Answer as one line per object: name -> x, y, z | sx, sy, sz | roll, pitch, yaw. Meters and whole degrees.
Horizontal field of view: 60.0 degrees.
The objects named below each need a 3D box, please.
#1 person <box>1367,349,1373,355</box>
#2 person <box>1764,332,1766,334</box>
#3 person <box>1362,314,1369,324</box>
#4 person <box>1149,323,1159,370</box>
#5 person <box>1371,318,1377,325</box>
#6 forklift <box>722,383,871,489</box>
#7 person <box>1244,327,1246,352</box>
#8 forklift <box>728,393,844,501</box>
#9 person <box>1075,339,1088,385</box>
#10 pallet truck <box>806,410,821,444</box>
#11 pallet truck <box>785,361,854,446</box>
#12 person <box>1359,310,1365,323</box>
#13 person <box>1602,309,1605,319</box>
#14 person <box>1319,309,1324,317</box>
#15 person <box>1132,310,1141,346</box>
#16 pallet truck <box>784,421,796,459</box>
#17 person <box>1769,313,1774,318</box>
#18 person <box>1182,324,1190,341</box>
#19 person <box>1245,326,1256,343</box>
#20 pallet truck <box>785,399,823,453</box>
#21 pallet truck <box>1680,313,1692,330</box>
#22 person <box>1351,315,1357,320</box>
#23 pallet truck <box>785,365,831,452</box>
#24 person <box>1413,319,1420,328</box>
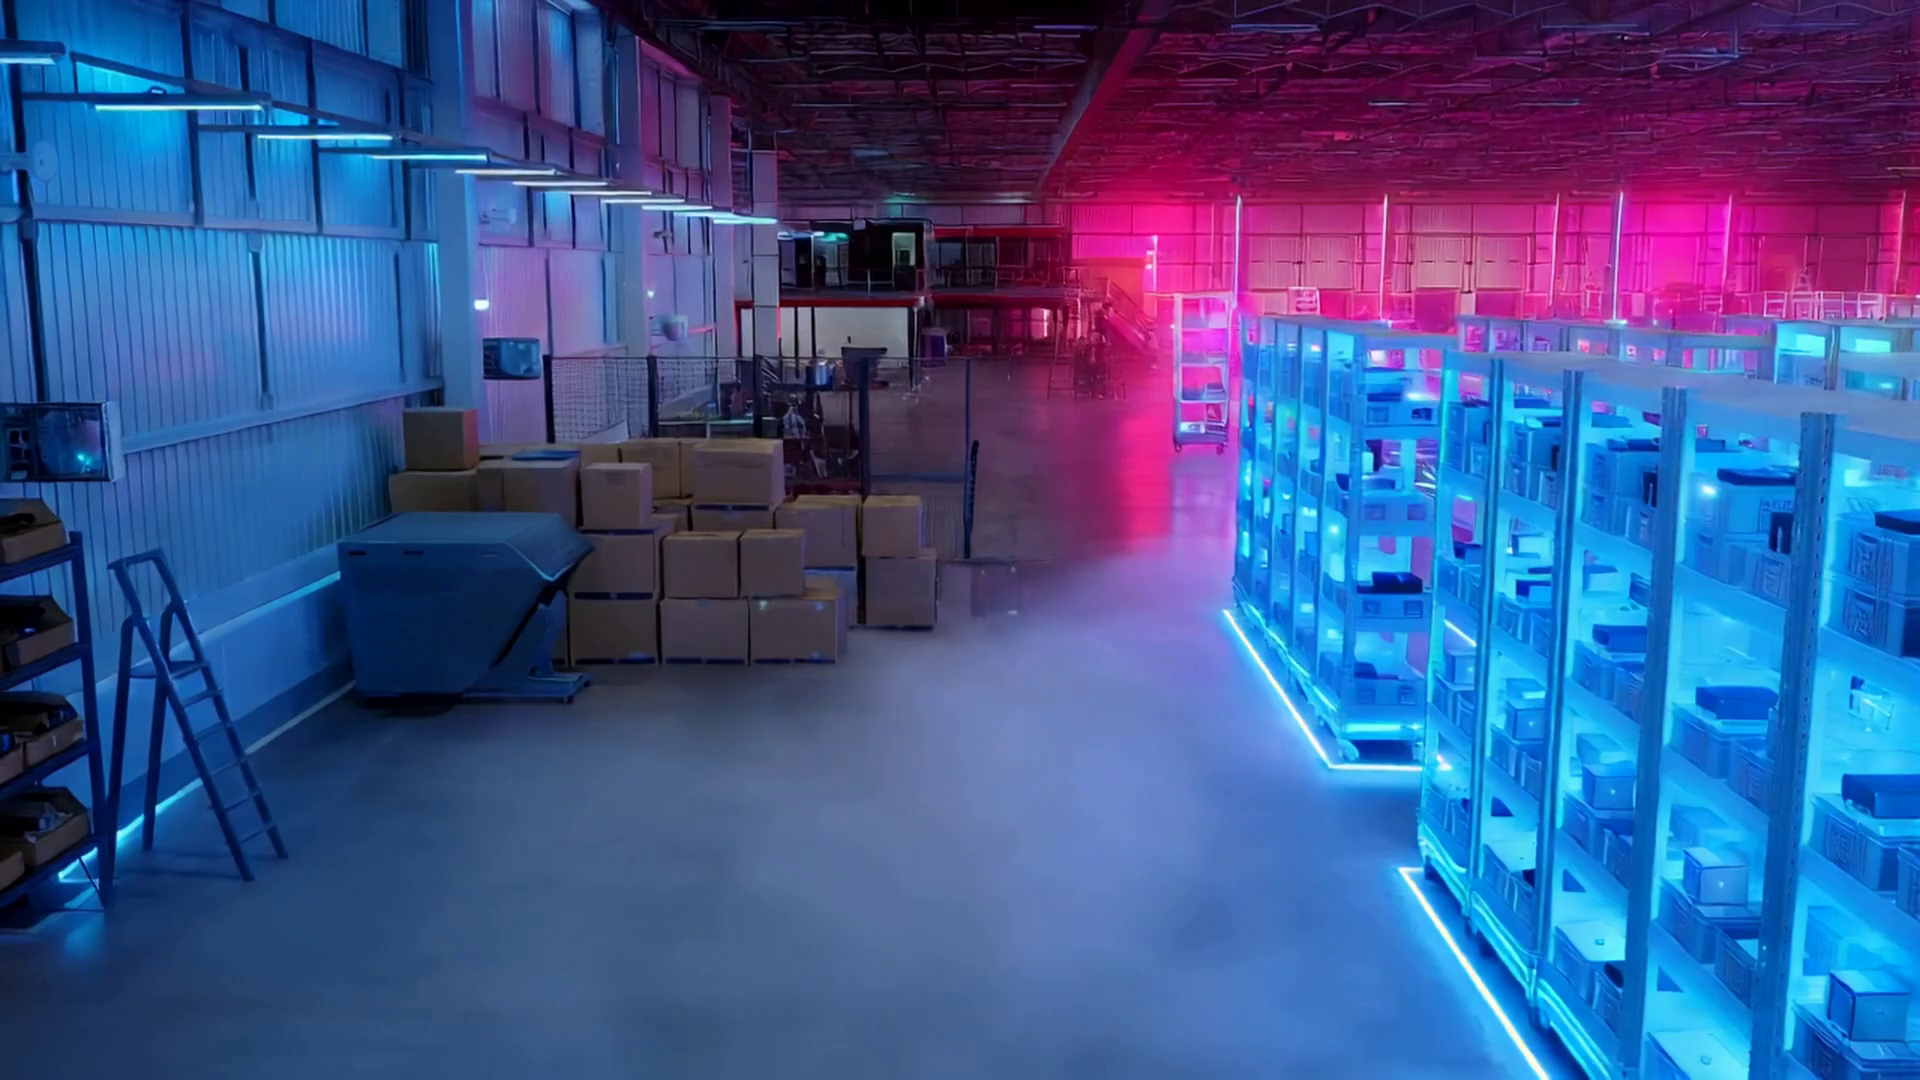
person -> 16.160, -7.533, 65.615 | 1.031, 2.000, 0.683 | 2, 9, 11
person -> 39.065, -9.810, 80.274 | 0.429, 1.844, 0.627 | 1, 9, 7
person -> 22.360, -11.574, 91.463 | 0.832, 1.727, 0.546 | -1, 9, -4
person -> 8.083, -8.032, 69.043 | 0.375, 1.924, 0.595 | 7, 12, 37
person -> 21.284, -10.591, 85.530 | 0.530, 1.697, 0.321 | 6, 11, 33
forklift -> -2.893, -1.687, 28.729 | 2.680, 1.987, 1.157 | 0, 9, -1
person -> 12.799, -8.810, 73.855 | 0.659, 1.919, 0.562 | -4, 10, -25
forklift -> -2.979, -1.316, 26.476 | 2.680, 1.987, 1.157 | 0, 9, 1
person -> 4.461, -6.392, 59.519 | 0.771, 1.740, 0.527 | -3, 10, -17
pallet truck -> -3.559, -2.018, 33.905 | 1.522, 1.261, 0.704 | 0, 9, -1
pallet truck -> -3.410, -3.193, 38.978 | 1.885, 1.965, 0.823 | 0, 9, -1
person -> 23.075, -12.179, 94.784 | 0.918, 1.887, 0.564 | 3, 10, 18
person -> 36.399, -12.083, 93.830 | 0.399, 1.991, 0.620 | 0, 9, -1
person -> 20.740, -12.402, 96.073 | 0.710, 1.905, 0.602 | 2, 9, 11
person -> 9.579, -11.447, 90.036 | 0.607, 1.951, 0.381 | -8, 12, -42
pallet truck -> -4.013, -1.793, 32.705 | 1.601, 1.201, 0.680 | 0, 9, 1
person -> 43.021, -11.129, 88.410 | 0.928, 1.849, 0.575 | -1, 9, -7
person -> 13.159, -12.580, 96.992 | 0.635, 1.954, 0.922 | 4, 10, 22
person -> 12.435, -8.482, 71.493 | 0.392, 2.033, 0.605 | -4, 10, -24
pallet truck -> -3.814, -2.432, 36.419 | 1.630, 1.274, 0.653 | 0, 9, 1
pallet truck -> 36.315, -10.531, 84.244 | 0.823, 1.965, 1.885 | -6, 11, -33
person -> 20.613, -10.933, 87.315 | 0.624, 1.811, 0.867 | -6, 11, -31
pallet truck -> -3.774, -2.976, 37.635 | 1.885, 1.965, 0.823 | 1, 9, 5
person -> 21.261, -9.372, 77.533 | 0.387, 1.858, 0.538 | 2, 9, 10
